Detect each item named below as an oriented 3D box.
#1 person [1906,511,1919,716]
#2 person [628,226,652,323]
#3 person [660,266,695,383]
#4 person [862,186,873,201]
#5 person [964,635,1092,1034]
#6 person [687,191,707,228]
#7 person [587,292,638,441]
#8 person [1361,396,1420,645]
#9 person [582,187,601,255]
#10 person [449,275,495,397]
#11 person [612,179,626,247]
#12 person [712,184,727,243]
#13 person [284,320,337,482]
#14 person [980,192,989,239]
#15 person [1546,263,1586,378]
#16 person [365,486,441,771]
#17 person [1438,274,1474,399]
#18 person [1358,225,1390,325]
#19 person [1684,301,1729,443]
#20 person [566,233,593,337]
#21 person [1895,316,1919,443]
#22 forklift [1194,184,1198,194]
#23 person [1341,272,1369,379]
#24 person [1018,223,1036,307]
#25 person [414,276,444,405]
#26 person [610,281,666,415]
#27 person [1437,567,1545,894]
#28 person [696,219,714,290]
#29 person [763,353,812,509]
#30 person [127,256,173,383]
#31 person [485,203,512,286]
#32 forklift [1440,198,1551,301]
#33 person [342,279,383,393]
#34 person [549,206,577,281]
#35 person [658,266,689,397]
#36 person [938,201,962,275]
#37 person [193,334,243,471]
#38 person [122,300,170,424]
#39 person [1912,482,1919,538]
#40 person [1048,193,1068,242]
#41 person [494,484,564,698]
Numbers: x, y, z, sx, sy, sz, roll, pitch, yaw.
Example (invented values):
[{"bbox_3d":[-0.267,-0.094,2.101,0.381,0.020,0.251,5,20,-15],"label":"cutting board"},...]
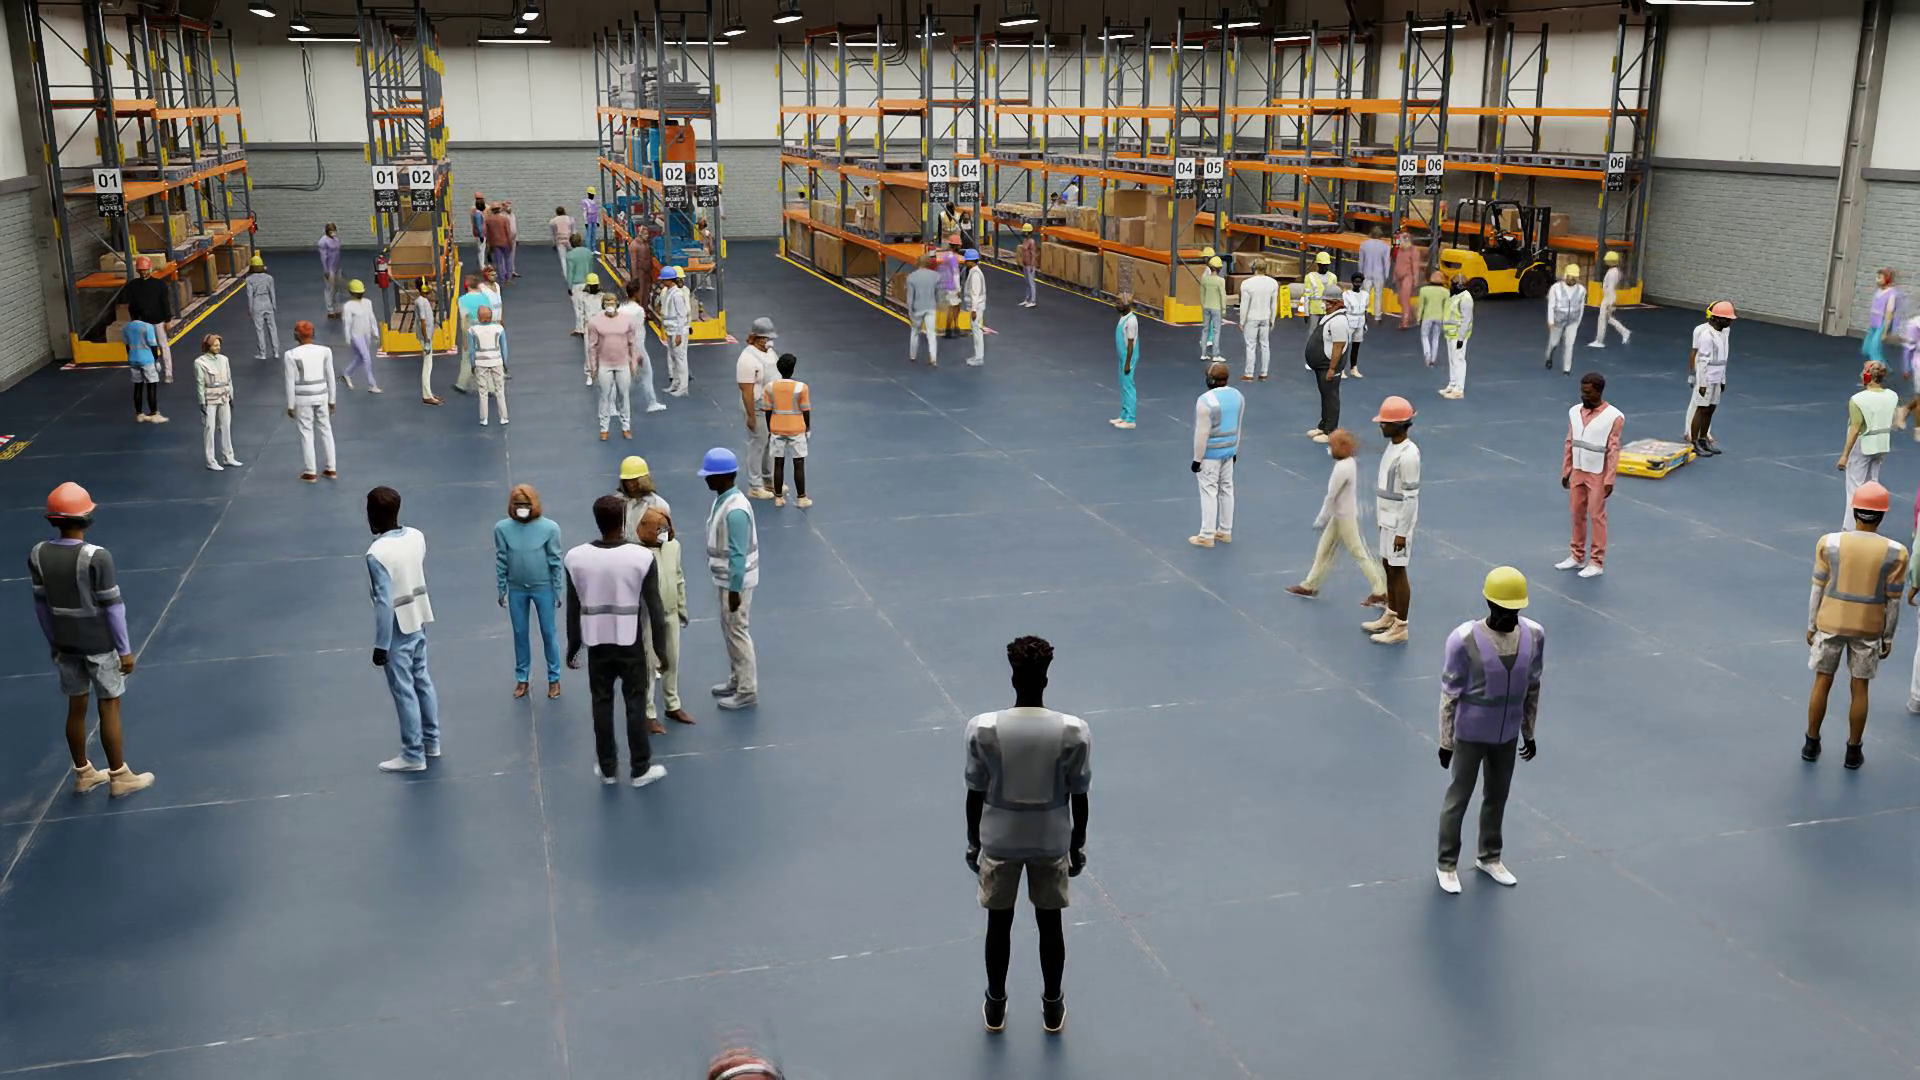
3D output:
[{"bbox_3d":[7.096,0.337,11.845,0.602,1.949,0.396,11,18,35],"label":"person"},{"bbox_3d":[-6.314,-5.284,33.110,0.400,1.892,0.659,5,16,18],"label":"person"},{"bbox_3d":[-4.398,-3.364,25.994,0.404,1.833,0.588,10,18,32],"label":"person"},{"bbox_3d":[-2.699,-9.549,49.225,0.512,1.864,0.315,9,18,32],"label":"person"},{"bbox_3d":[0.315,1.398,7.846,0.599,1.958,0.377,-1,15,-2],"label":"person"},{"bbox_3d":[-7.411,-8.985,46.845,0.608,1.989,0.386,-11,18,-35],"label":"person"},{"bbox_3d":[-4.500,-2.259,21.633,0.630,1.938,0.369,-3,15,-13],"label":"person"},{"bbox_3d":[3.511,-0.158,13.531,0.387,2.039,0.615,0,15,1],"label":"person"},{"bbox_3d":[-10.486,-9.084,47.347,0.372,1.922,0.585,7,16,24],"label":"person"},{"bbox_3d":[-7.308,-3.062,24.906,0.939,1.795,0.597,11,19,37],"label":"person"},{"bbox_3d":[-10.262,-9.839,50.048,0.623,1.992,0.392,13,20,41],"label":"person"},{"bbox_3d":[-7.420,-10.047,51.209,0.406,1.816,0.612,-6,16,-23],"label":"person"},{"bbox_3d":[-7.540,-1.612,19.310,0.363,1.882,0.587,14,20,42],"label":"person"},{"bbox_3d":[0.698,-9.610,49.878,0.281,1.634,0.498,7,17,25],"label":"person"},{"bbox_3d":[9.710,-3.547,26.723,0.585,1.813,0.703,2,15,8],"label":"person"},{"bbox_3d":[-3.680,0.583,10.980,0.371,1.916,0.597,2,15,8],"label":"person"},{"bbox_3d":[7.368,-3.026,24.706,0.429,1.841,0.634,1,15,3],"label":"person"},{"bbox_3d":[8.154,-5.219,32.775,0.635,1.936,0.355,9,17,30],"label":"person"},{"bbox_3d":[9.624,-2.154,21.407,0.502,1.859,0.345,-3,15,-12],"label":"person"},{"bbox_3d":[-7.100,-4.764,31.081,0.364,1.933,0.630,10,18,34],"label":"person"},{"bbox_3d":[12.505,-2.285,21.591,0.611,2.018,0.828,-2,15,-9],"label":"person"},{"bbox_3d":[7.392,-11.333,53.972,1.873,2.768,1.129,-4,15,-15],"label":"forklift"},{"bbox_3d":[6.244,-3.404,26.402,0.533,1.698,0.322,-6,16,-22],"label":"person"},{"bbox_3d":[1.451,-5.869,35.547,0.321,1.769,0.523,-5,16,-18],"label":"person"},{"bbox_3d":[-7.748,-2.910,24.223,0.313,1.866,0.539,-4,15,-15],"label":"person"},{"bbox_3d":[-4.639,-2.705,23.426,0.598,1.881,0.977,14,20,42],"label":"person"},{"bbox_3d":[2.939,1.056,9.225,0.601,1.913,0.428,-4,15,-16],"label":"person"},{"bbox_3d":[-5.974,-6.631,38.657,0.523,1.639,0.306,5,16,18],"label":"person"},{"bbox_3d":[-1.858,-1.174,18.011,0.530,1.697,0.321,4,15,14],"label":"person"},{"bbox_3d":[-12.622,-3.422,25.926,0.614,1.987,0.410,-1,15,-4],"label":"person"},{"bbox_3d":[-11.006,-7.077,39.776,0.614,1.932,0.849,-2,15,-8],"label":"person"},{"bbox_3d":[11.913,-6.508,37.130,2.313,2.155,1.214,-4,15,-15],"label":"forklift"},{"bbox_3d":[-9.145,-3.103,25.205,0.802,1.728,0.527,6,16,22],"label":"person"},{"bbox_3d":[-9.689,-7.251,40.721,0.637,1.800,0.897,-6,16,-22],"label":"person"},{"bbox_3d":[-4.267,-3.115,24.843,0.402,1.944,0.605,-7,16,-24],"label":"person"},{"bbox_3d":[-0.249,-7.617,41.999,0.623,1.837,0.430,-1,15,-3],"label":"person"},{"bbox_3d":[-8.926,-1.654,19.948,0.313,1.634,0.514,6,16,22],"label":"person"},{"bbox_3d":[-11.167,-2.434,22.757,0.539,1.695,0.317,5,16,19],"label":"person"},{"bbox_3d":[9.916,-0.978,16.701,0.609,1.996,0.379,-11,18,-35],"label":"person"},{"bbox_3d":[2.636,-8.449,45.049,0.678,1.881,0.668,3,15,11],"label":"person"},{"bbox_3d":[-3.176,0.376,12.318,0.500,1.629,0.281,0,15,1],"label":"person"}]
